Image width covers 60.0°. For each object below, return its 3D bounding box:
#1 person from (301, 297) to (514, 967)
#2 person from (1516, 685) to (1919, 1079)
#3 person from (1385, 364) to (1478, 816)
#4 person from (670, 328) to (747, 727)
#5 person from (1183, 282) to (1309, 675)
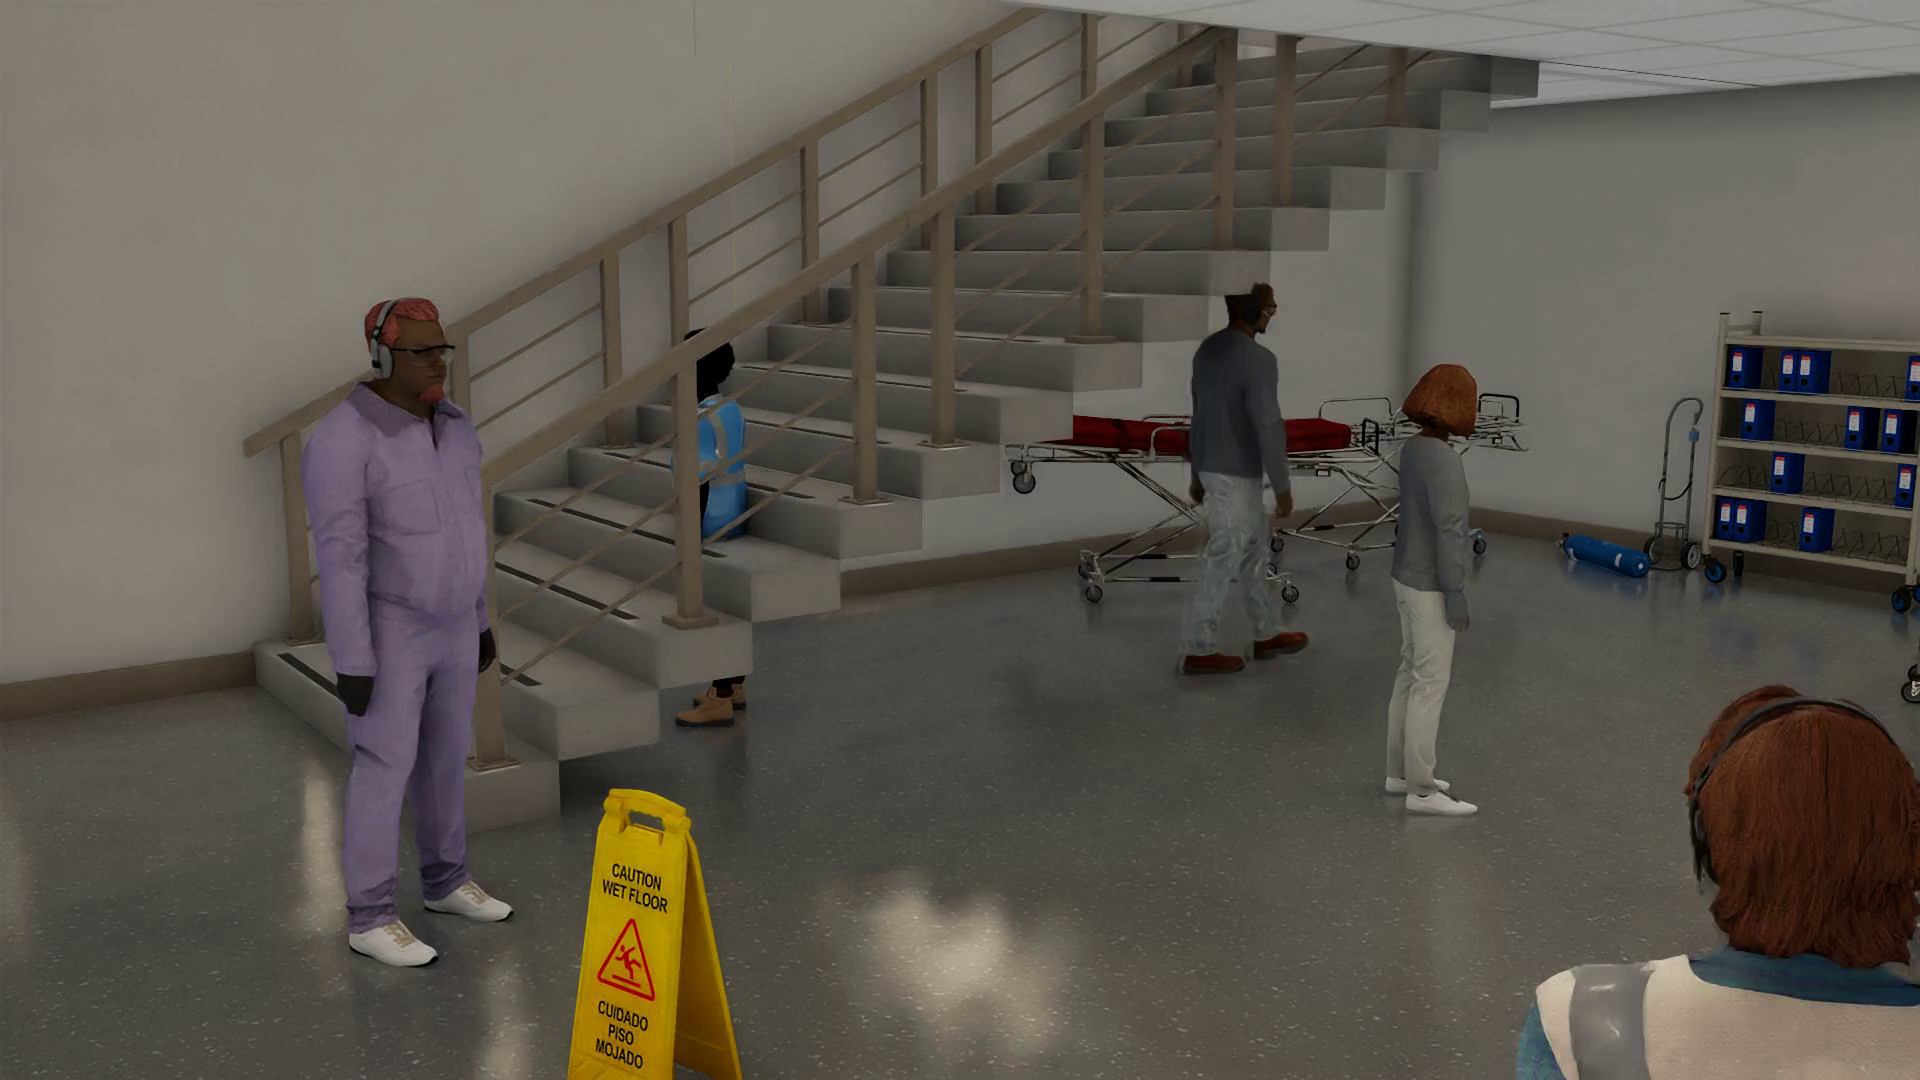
[{"bbox_3d":[-1.554,0.261,4.770,0.398,1.898,0.645,4,11,21],"label":"person"},{"bbox_3d":[0.828,0.935,1.715,0.522,1.606,0.795,4,11,23],"label":"person"},{"bbox_3d":[1.719,0.176,6.024,0.306,1.626,0.500,0,10,1],"label":"person"},{"bbox_3d":[-1.067,-0.052,7.126,0.318,1.700,0.535,1,10,7],"label":"person"},{"bbox_3d":[1.444,-0.306,7.985,0.871,1.904,0.649,-3,10,-15],"label":"person"}]
